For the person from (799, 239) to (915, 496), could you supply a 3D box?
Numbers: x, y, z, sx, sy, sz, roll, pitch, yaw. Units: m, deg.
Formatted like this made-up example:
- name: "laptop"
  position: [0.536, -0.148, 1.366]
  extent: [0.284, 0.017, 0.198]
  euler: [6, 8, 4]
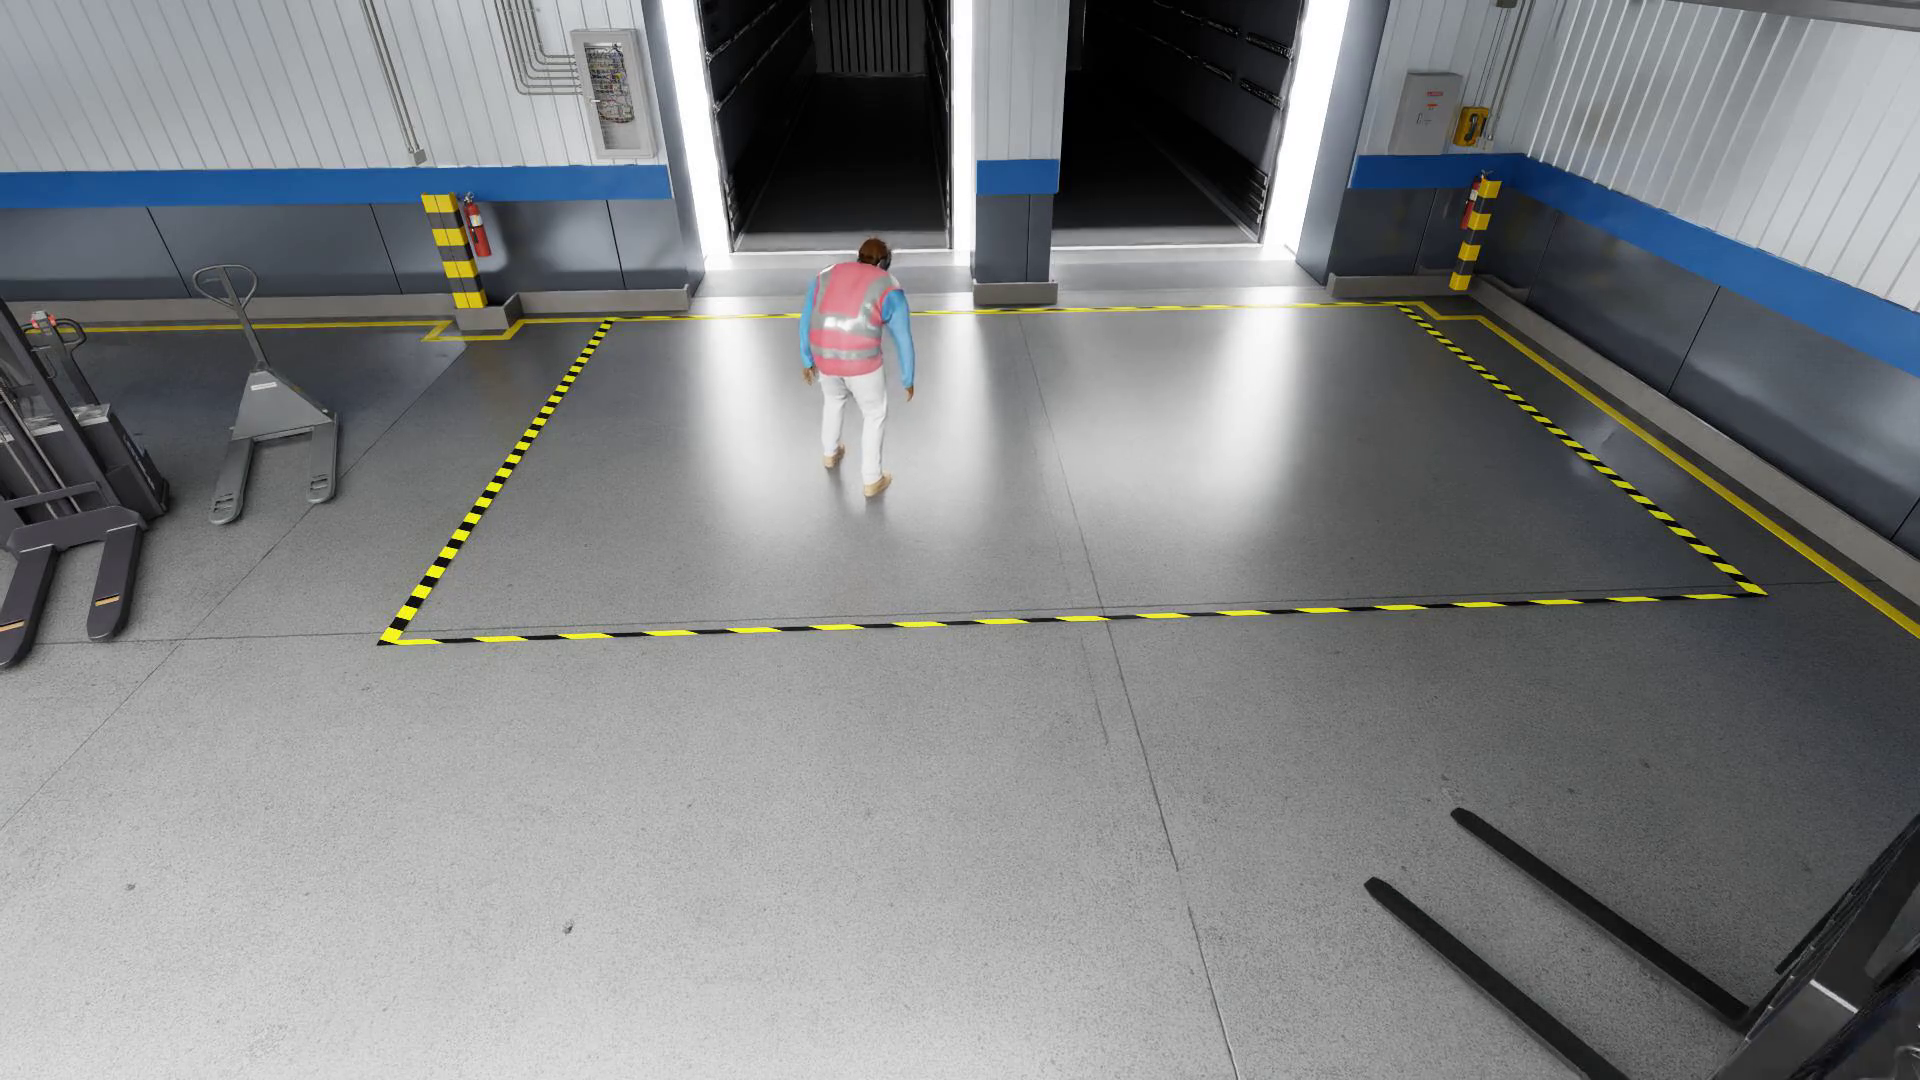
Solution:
- name: "person"
  position: [-0.655, -1.154, 6.091]
  extent: [0.780, 1.511, 0.858]
  euler: [10, 36, 14]

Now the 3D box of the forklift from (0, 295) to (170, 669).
- name: "forklift"
  position: [-5.212, -0.618, 4.878]
  extent: [0.823, 1.965, 1.885]
  euler: [-20, 39, -26]

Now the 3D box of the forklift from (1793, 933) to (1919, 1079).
- name: "forklift"
  position: [3.197, 1.512, 1.507]
  extent: [1.157, 2.036, 2.680]
  euler: [-22, 40, -28]

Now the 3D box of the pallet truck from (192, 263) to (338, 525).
- name: "pallet truck"
  position: [-4.778, -1.027, 6.128]
  extent: [0.680, 1.201, 1.601]
  euler: [-17, 38, -23]
